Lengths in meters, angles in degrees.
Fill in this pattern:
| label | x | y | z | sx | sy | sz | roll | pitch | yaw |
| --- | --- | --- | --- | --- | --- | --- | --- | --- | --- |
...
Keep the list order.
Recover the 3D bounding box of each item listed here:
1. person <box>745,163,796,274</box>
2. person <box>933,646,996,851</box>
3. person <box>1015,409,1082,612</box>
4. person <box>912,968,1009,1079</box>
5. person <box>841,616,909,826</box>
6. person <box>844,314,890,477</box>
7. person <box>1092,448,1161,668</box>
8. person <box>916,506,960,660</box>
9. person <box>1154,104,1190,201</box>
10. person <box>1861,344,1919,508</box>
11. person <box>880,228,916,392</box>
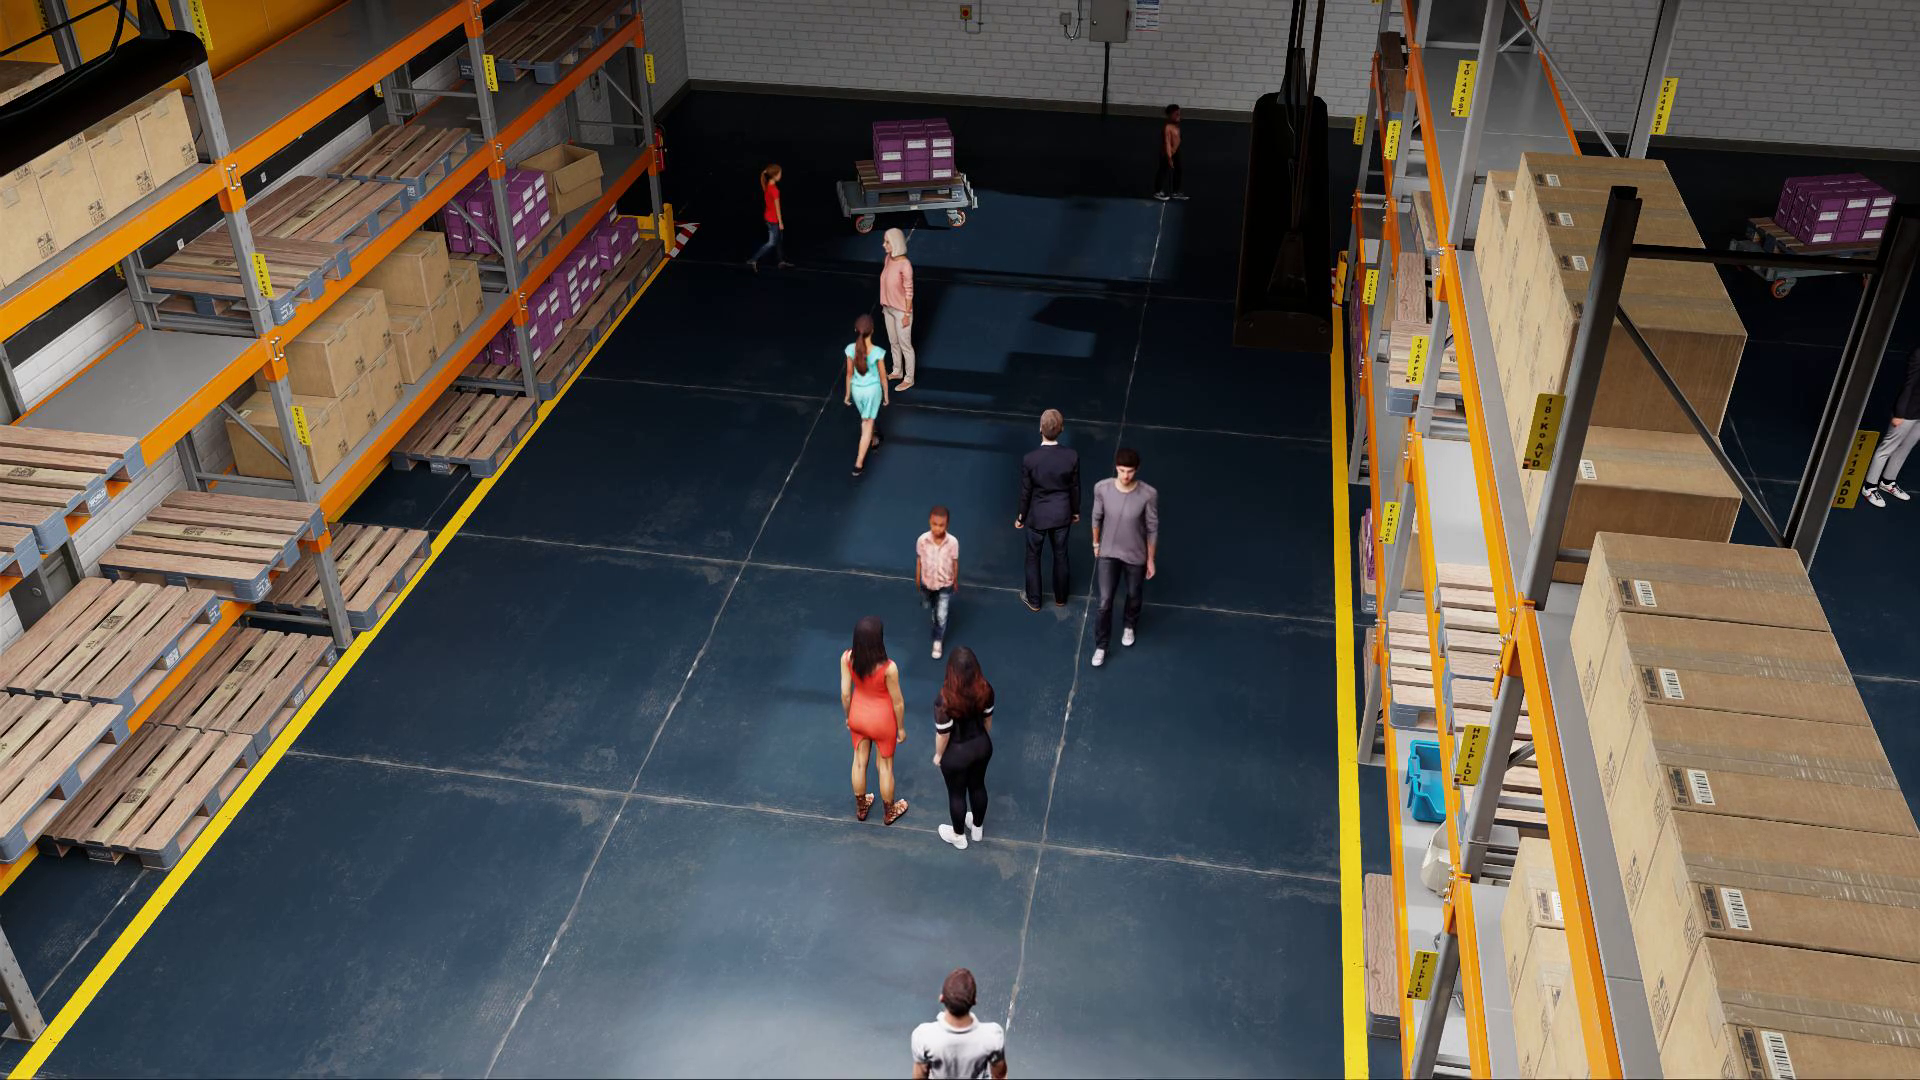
| label | x | y | z | sx | sy | sz | roll | pitch | yaw |
| --- | --- | --- | --- | --- | --- | --- | --- | --- | --- |
| person | -2.214 | -3.663 | 19.087 | 0.768 | 1.290 | 0.817 | -11 | 35 | -16 |
| person | 0.028 | 1.392 | 11.165 | 0.713 | 1.639 | 0.766 | -19 | 38 | -26 |
| person | 0.707 | -0.245 | 13.469 | 0.772 | 1.815 | 0.726 | -7 | 34 | -10 |
| person | -0.004 | 2.934 | 8.654 | 0.699 | 1.851 | 0.633 | -3 | 34 | -4 |
| person | -0.596 | 1.229 | 11.338 | 0.618 | 1.719 | 0.562 | 11 | 35 | 16 |
| person | -0.877 | -1.314 | 15.337 | 0.664 | 1.527 | 1.090 | 9 | 35 | 14 |
| person | 1.302 | 0.046 | 13.018 | 0.703 | 1.830 | 0.863 | 6 | 34 | 8 |
| person | -0.163 | 0.271 | 13.165 | 0.495 | 1.293 | 0.791 | 5 | 34 | 8 |
| person | 2.575 | -4.890 | 20.978 | 0.738 | 1.239 | 0.716 | 23 | 40 | 30 |
| person | 8.527 | -1.225 | 14.823 | 0.792 | 1.949 | 0.785 | -11 | 35 | -16 |
| person | -0.618 | -2.325 | 16.681 | 0.731 | 1.724 | 0.673 | -22 | 39 | -29 |
